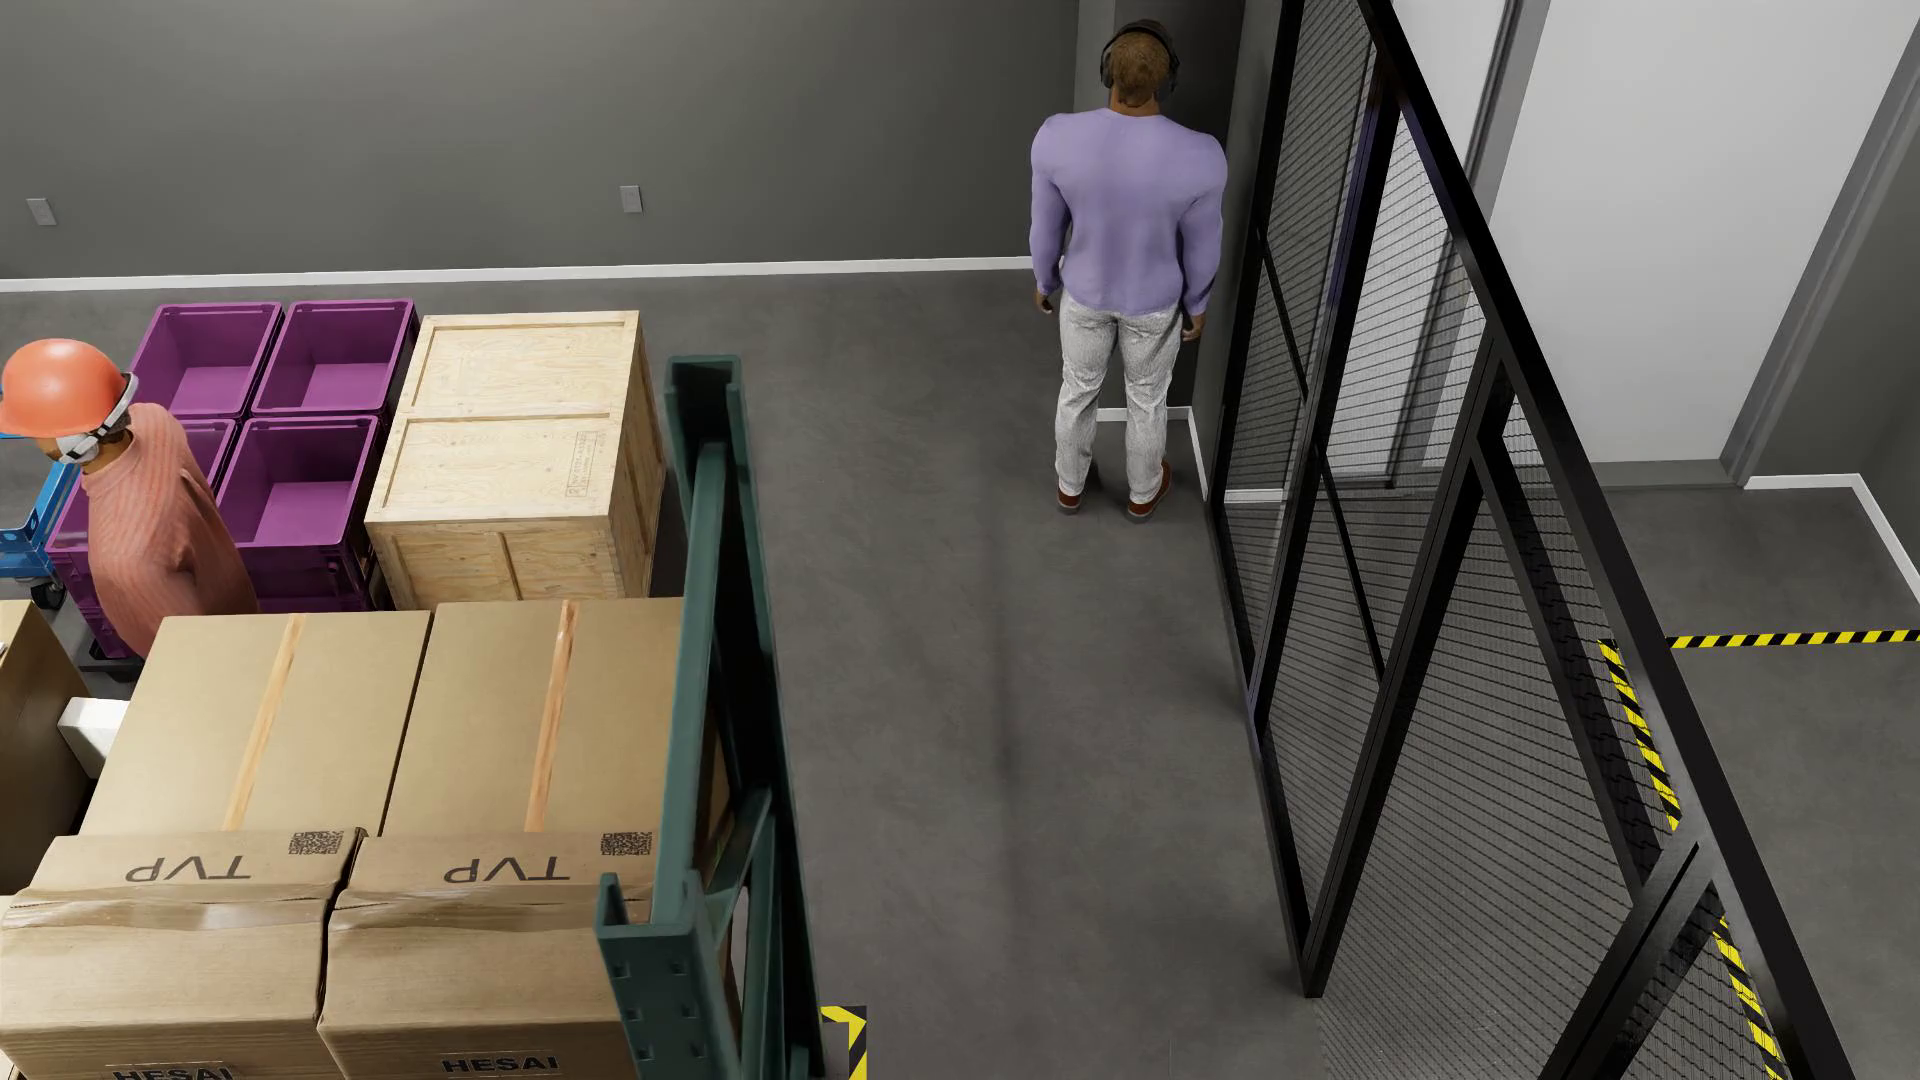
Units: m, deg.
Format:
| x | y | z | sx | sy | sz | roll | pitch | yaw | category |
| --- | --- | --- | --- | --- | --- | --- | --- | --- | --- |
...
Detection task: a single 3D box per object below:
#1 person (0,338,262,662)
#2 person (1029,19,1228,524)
| x | y | z | sx | sy | sz | roll | pitch | yaw | category |
| --- | --- | --- | --- | --- | --- | --- | --- | --- | --- |
| -2.054 | 0.257 | 4.472 | 0.386 | 1.992 | 0.625 | -12 | 48 | -11 | person |
| 0.537 | -0.835 | 5.554 | 0.627 | 1.940 | 0.372 | 10 | 47 | 10 | person |
